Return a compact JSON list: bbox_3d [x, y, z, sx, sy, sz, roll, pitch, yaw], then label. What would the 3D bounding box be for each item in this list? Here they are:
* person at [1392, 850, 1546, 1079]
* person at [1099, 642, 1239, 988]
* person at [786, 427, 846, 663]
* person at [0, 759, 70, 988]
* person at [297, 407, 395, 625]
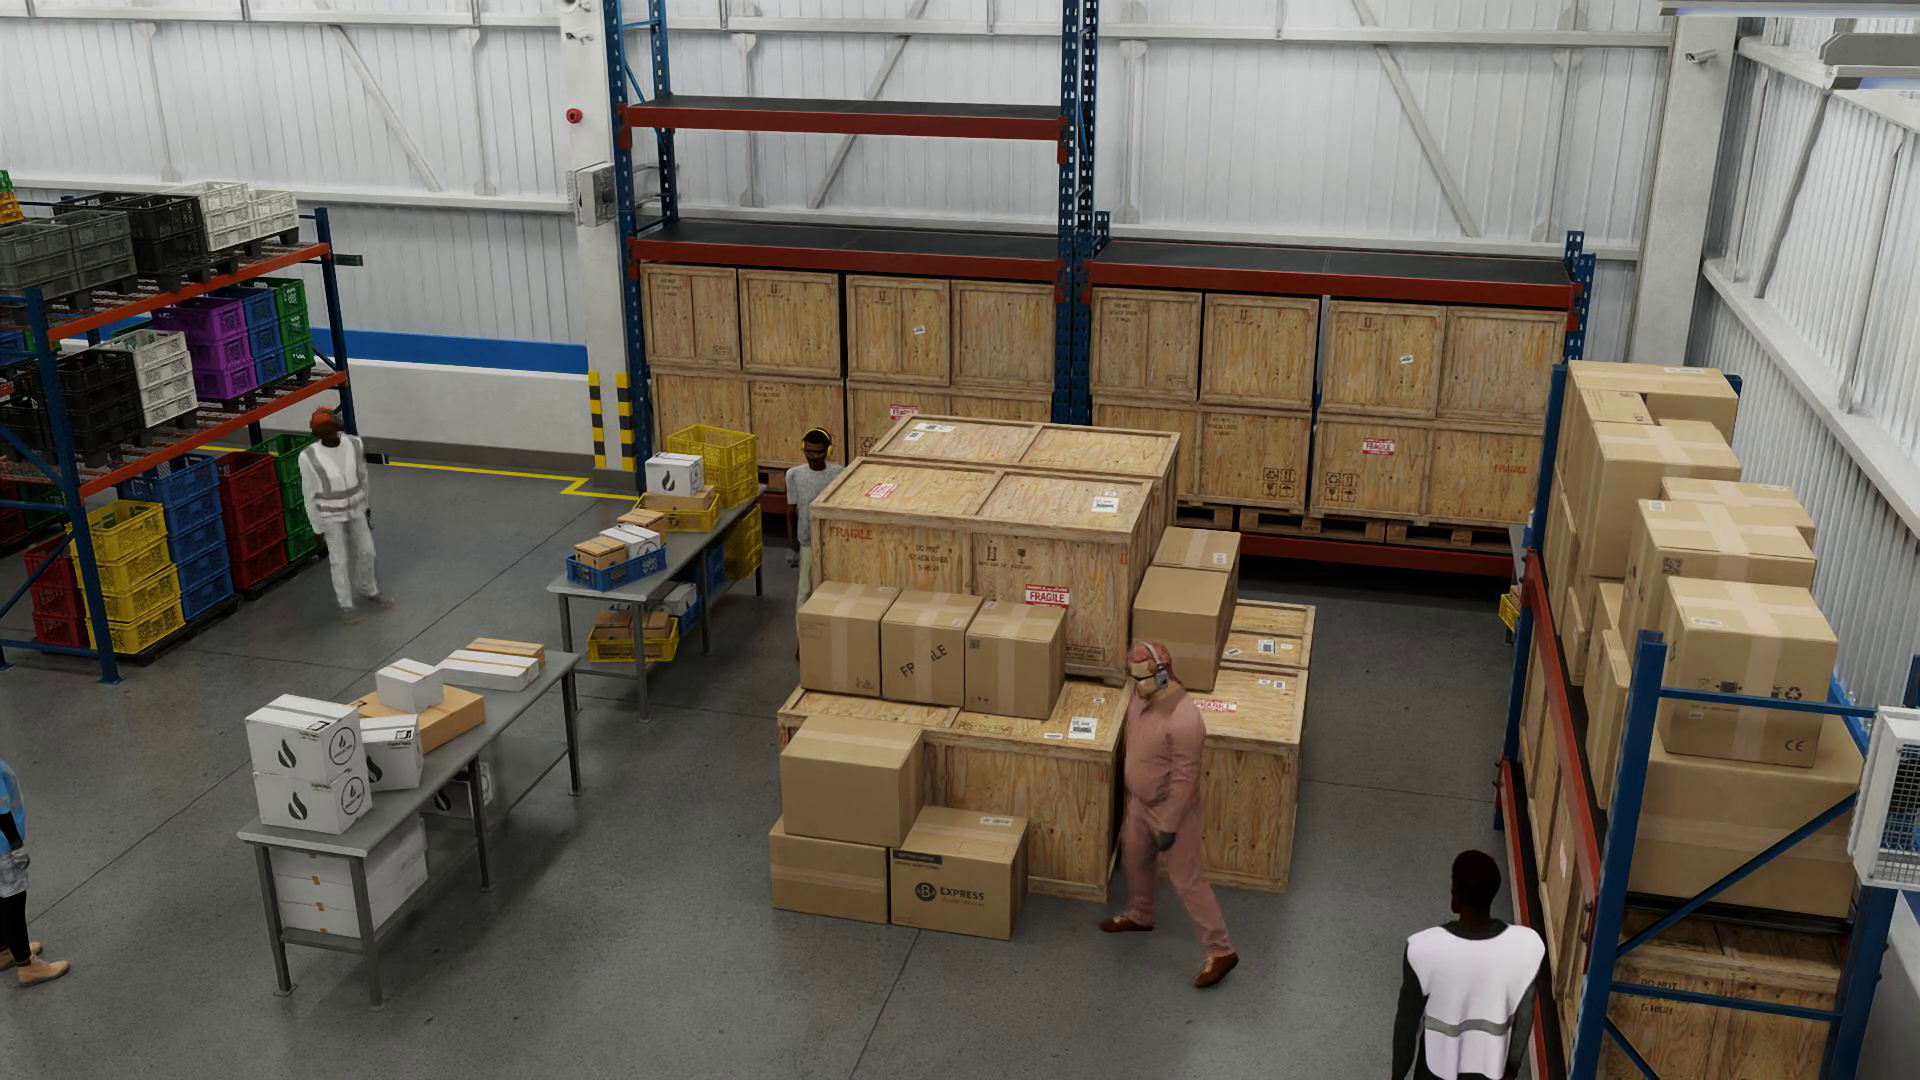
[{"bbox_3d":[2.111,2.187,7.008,0.585,1.912,0.388,0,21,-1],"label":"person"},{"bbox_3d":[1.140,1.437,9.020,0.510,1.885,0.806,-7,22,-19],"label":"person"},{"bbox_3d":[-1.066,0.033,12.706,0.513,1.866,0.331,-5,21,-12],"label":"person"},{"bbox_3d":[-5.139,1.587,8.872,0.535,1.697,0.318,16,26,35],"label":"person"},{"bbox_3d":[-4.972,-0.206,13.342,0.440,1.855,0.621,16,26,36],"label":"person"}]
